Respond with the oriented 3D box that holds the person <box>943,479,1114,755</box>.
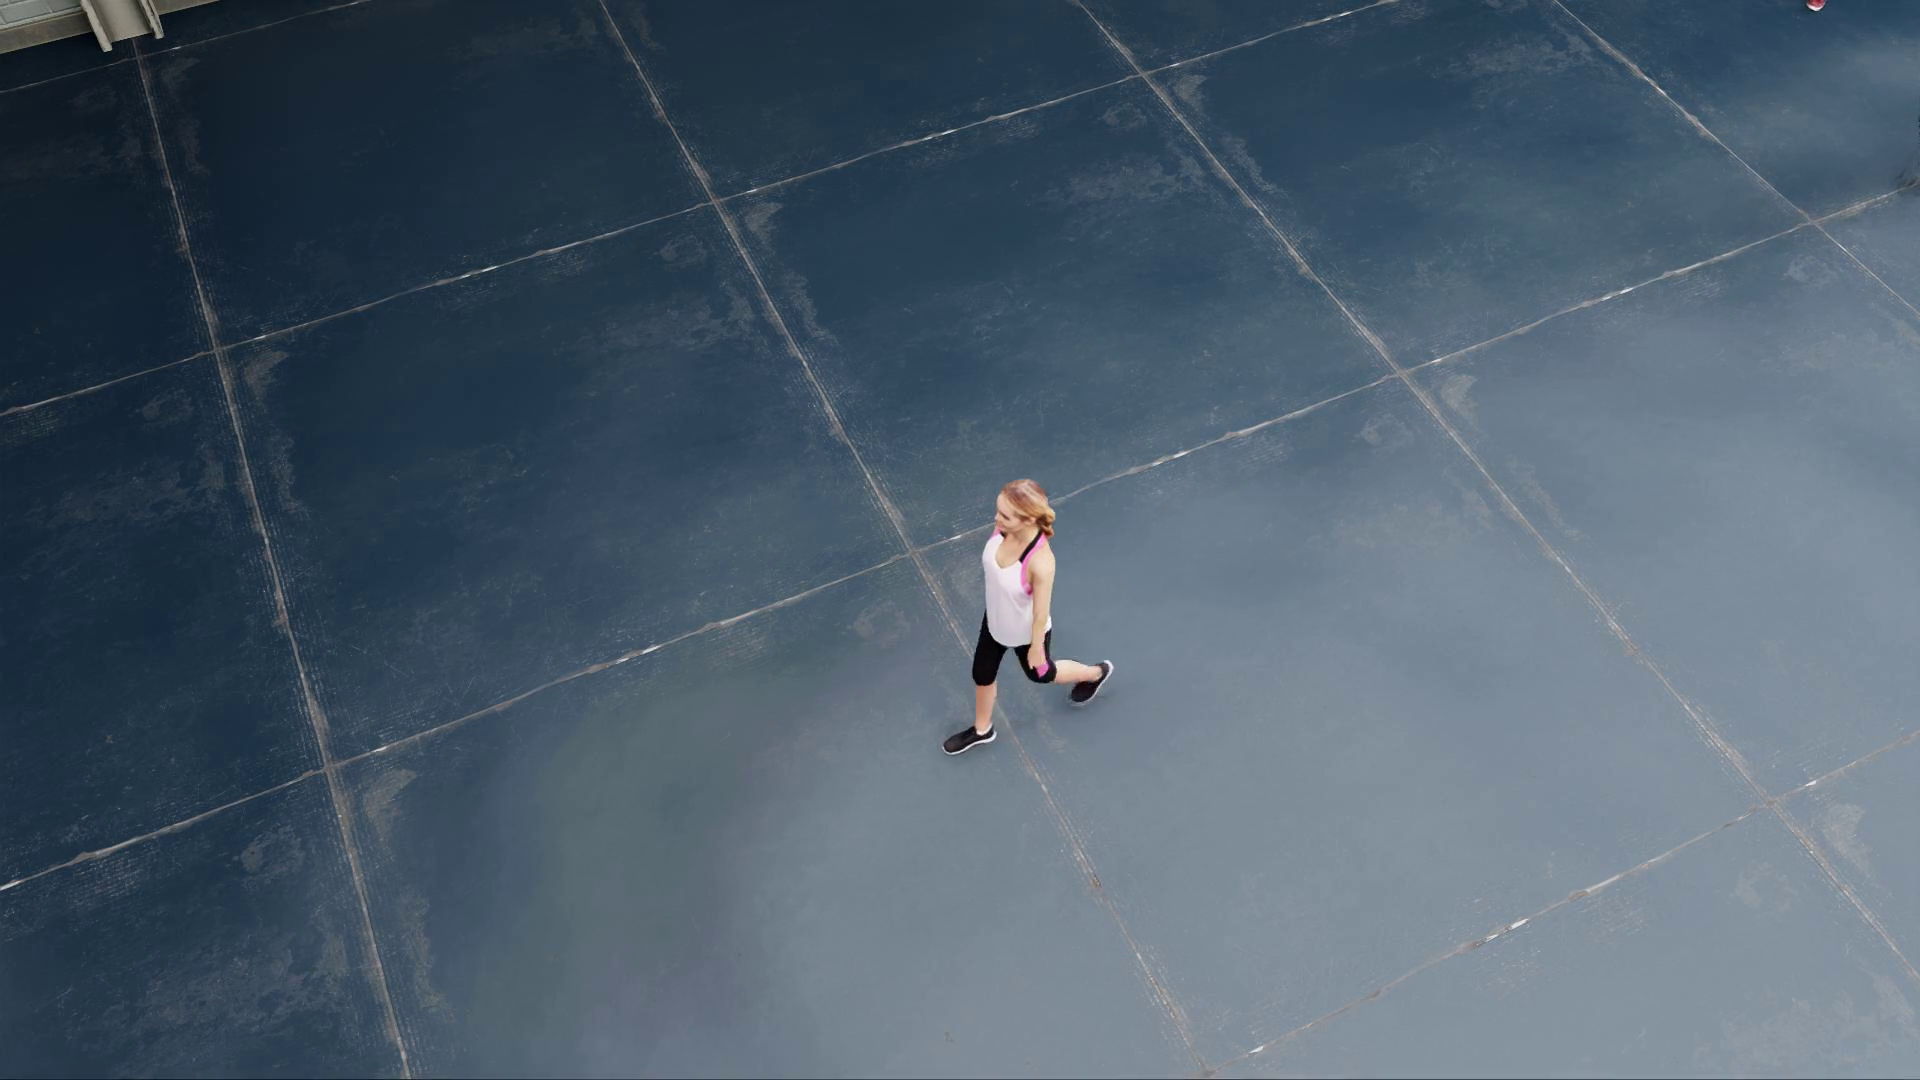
[{"bbox_3d":[0.345,0.332,7.249,1.082,1.756,0.623,-21,55,-16],"label":"person"}]
